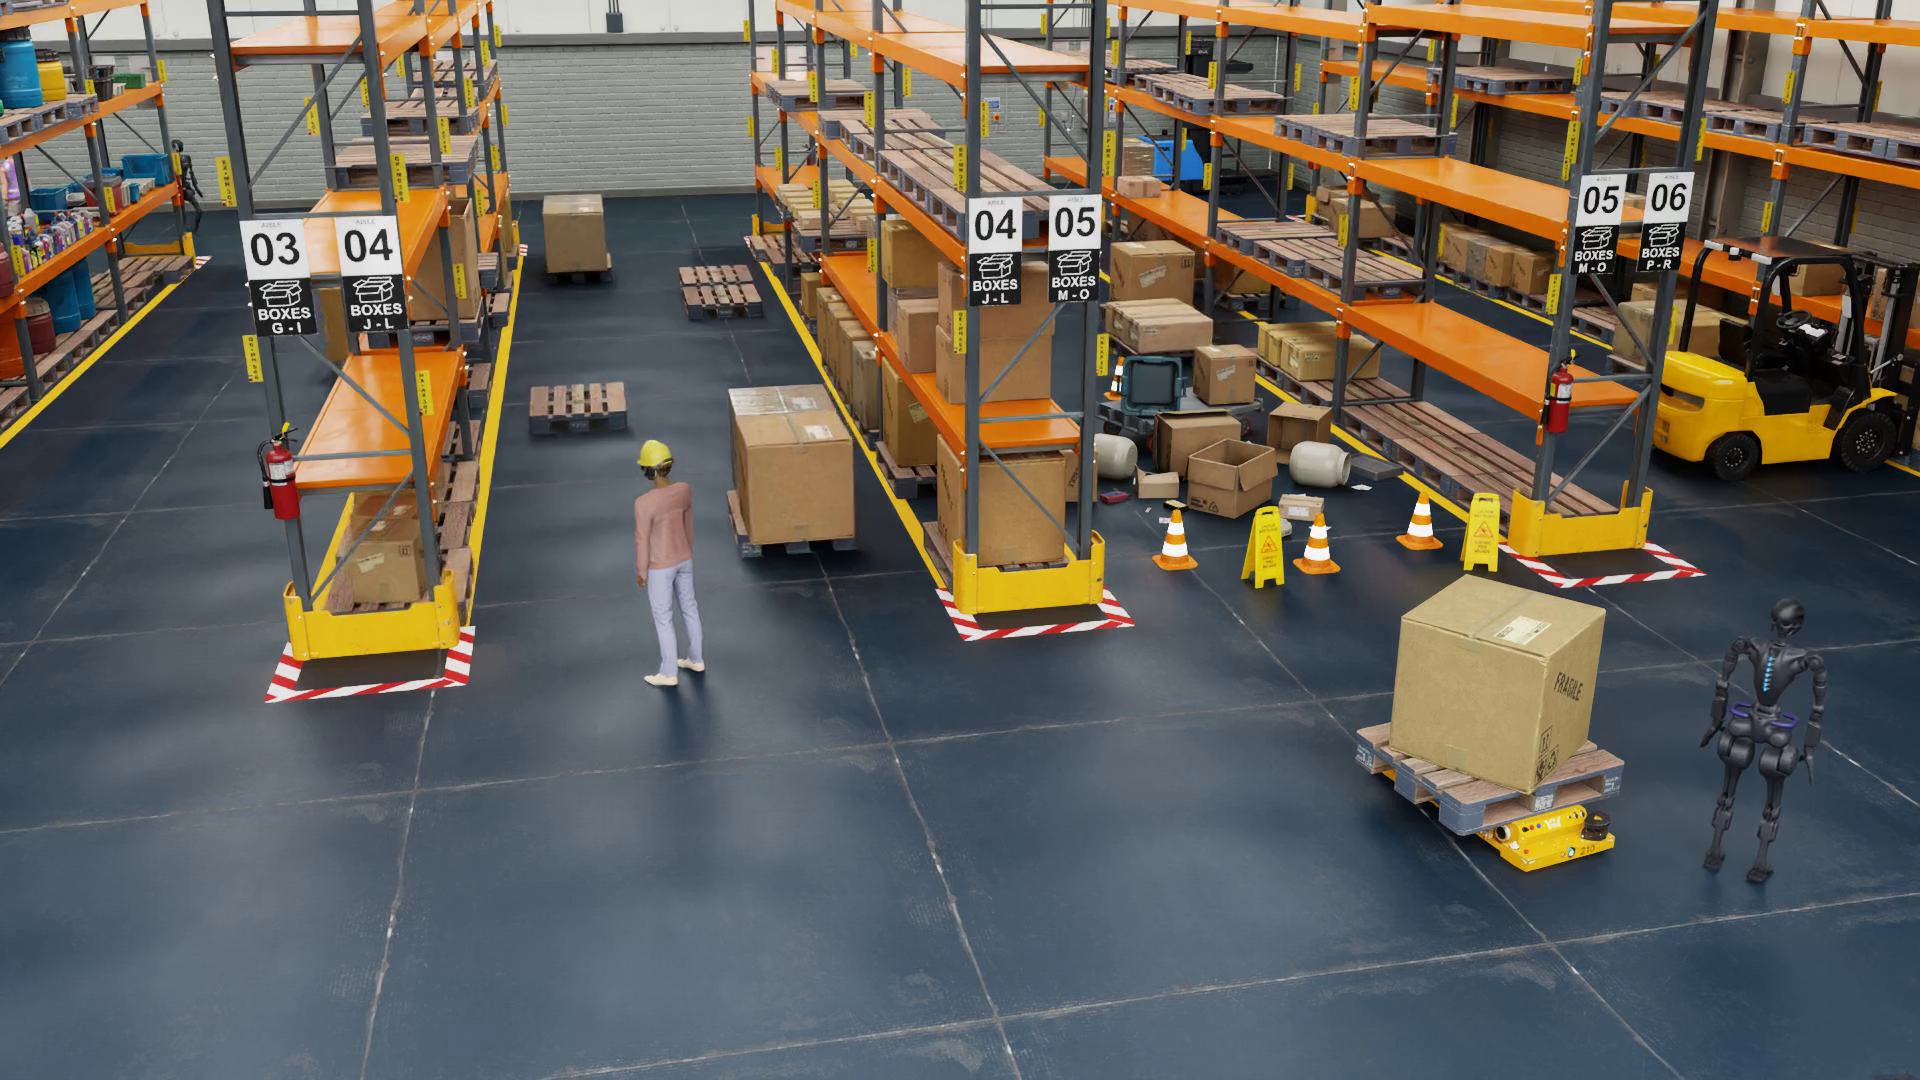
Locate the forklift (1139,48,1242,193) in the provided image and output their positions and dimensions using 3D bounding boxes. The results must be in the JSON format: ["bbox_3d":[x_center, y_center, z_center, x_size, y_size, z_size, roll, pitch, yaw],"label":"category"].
[{"bbox_3d":[4.566,-8.313,32.860,1.873,2.768,1.129,-4,21,-12],"label":"forklift"}]

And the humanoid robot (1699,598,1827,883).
[{"bbox_3d":[4.436,1.098,9.221,0.613,1.653,0.304,15,25,35],"label":"humanoid robot"}]

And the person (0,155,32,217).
[{"bbox_3d":[-15.370,-5.564,27.149,0.348,1.688,0.492,12,23,29],"label":"person"}]

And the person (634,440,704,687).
[{"bbox_3d":[-2.071,0.154,11.656,0.347,1.758,0.519,13,24,32],"label":"person"}]

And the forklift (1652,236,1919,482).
[{"bbox_3d":[8.013,-1.814,16.330,2.313,2.155,1.214,-4,21,-12],"label":"forklift"}]

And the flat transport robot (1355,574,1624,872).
[{"bbox_3d":[3.179,1.533,10.075,0.659,0.231,1.431,-9,22,-23],"label":"flat transport robot"}]

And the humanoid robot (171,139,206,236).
[{"bbox_3d":[-13.178,-5.961,28.231,0.394,1.645,0.601,7,21,18],"label":"humanoid robot"}]
